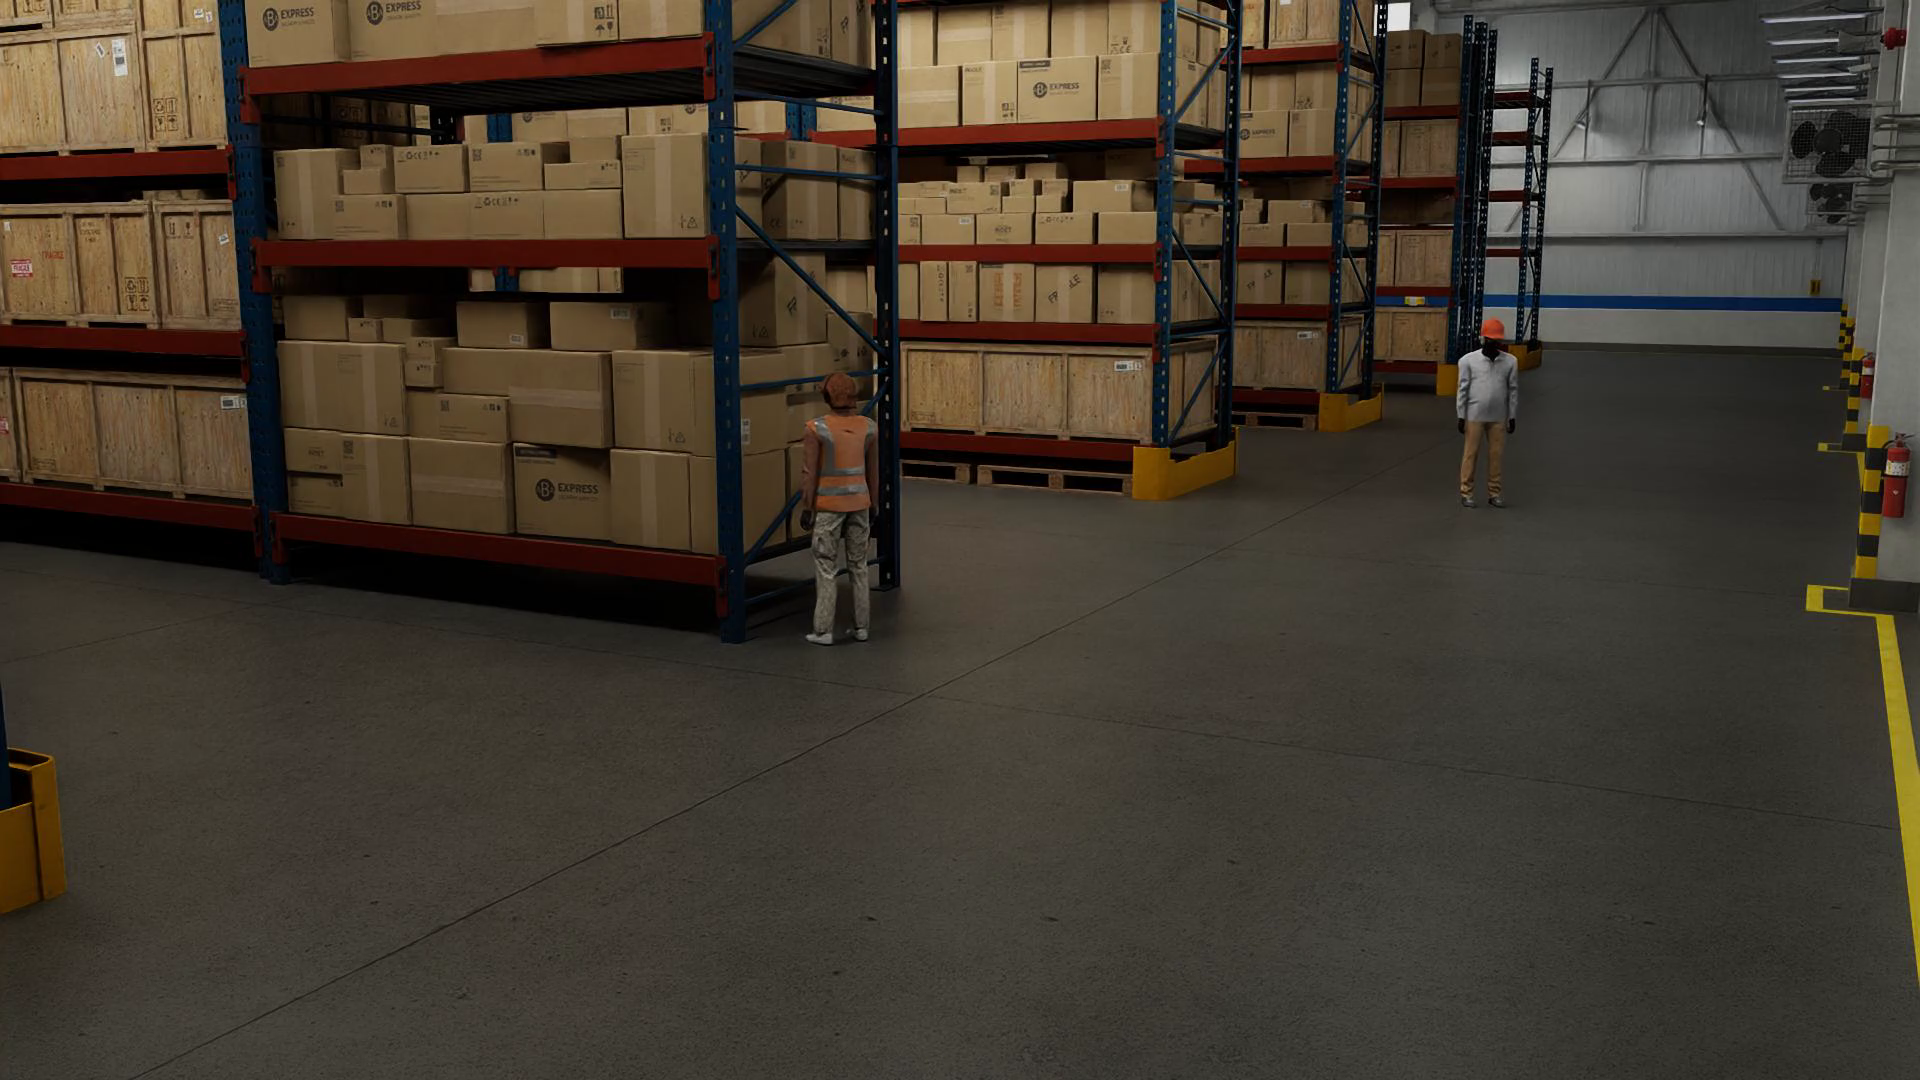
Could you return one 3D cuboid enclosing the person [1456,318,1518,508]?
[{"bbox_3d":[4.820,-1.153,15.206,0.566,1.744,0.350,0,10,-1],"label":"person"}]

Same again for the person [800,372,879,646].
[{"bbox_3d":[-0.708,-0.182,9.918,0.524,1.631,0.318,-7,12,-34],"label":"person"}]
